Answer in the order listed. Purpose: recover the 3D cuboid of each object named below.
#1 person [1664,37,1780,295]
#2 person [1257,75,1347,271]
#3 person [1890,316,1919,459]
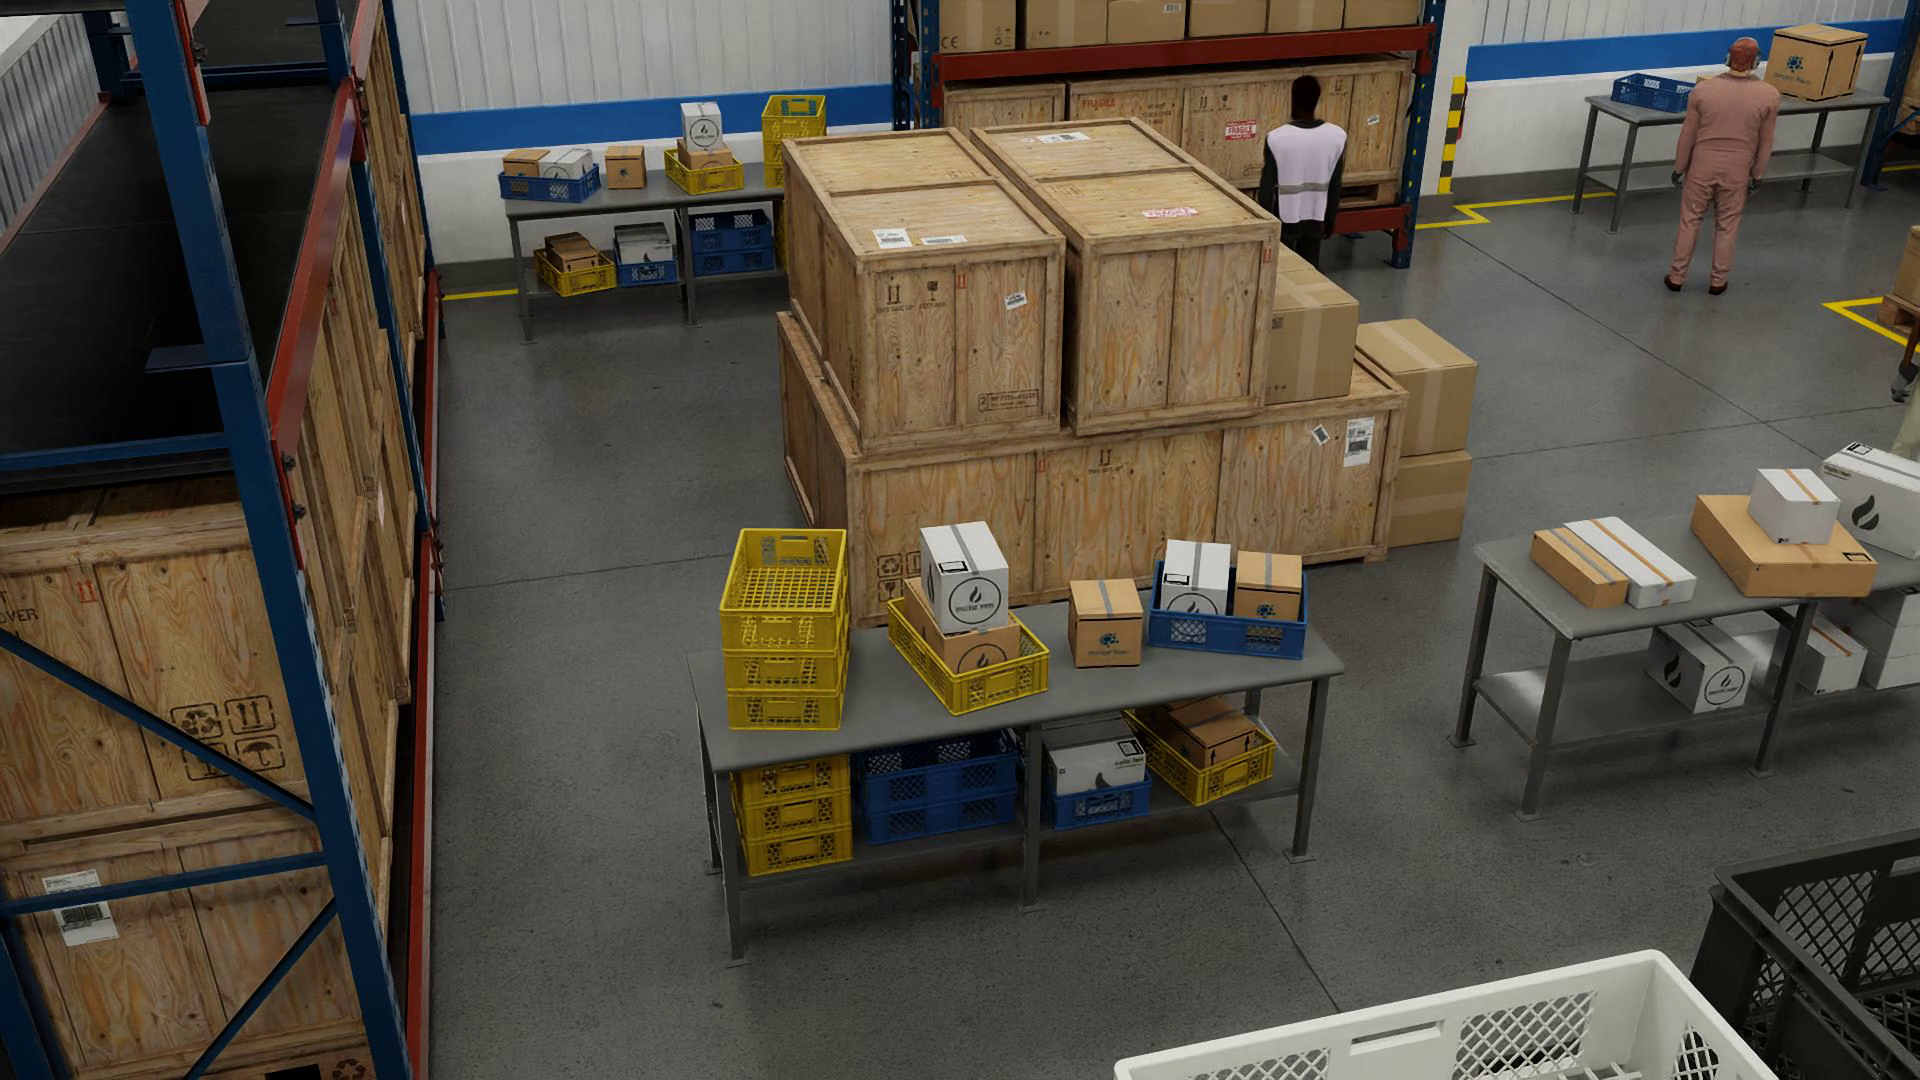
[{"bbox_3d":[5.698,-2.797,12.484,0.652,1.904,0.402,10,30,17],"label":"person"},{"bbox_3d":[2.309,-2.206,11.413,0.608,1.907,0.416,-6,30,-12],"label":"person"},{"bbox_3d":[5.366,-0.866,9.015,0.531,1.870,0.317,15,32,26],"label":"person"}]
